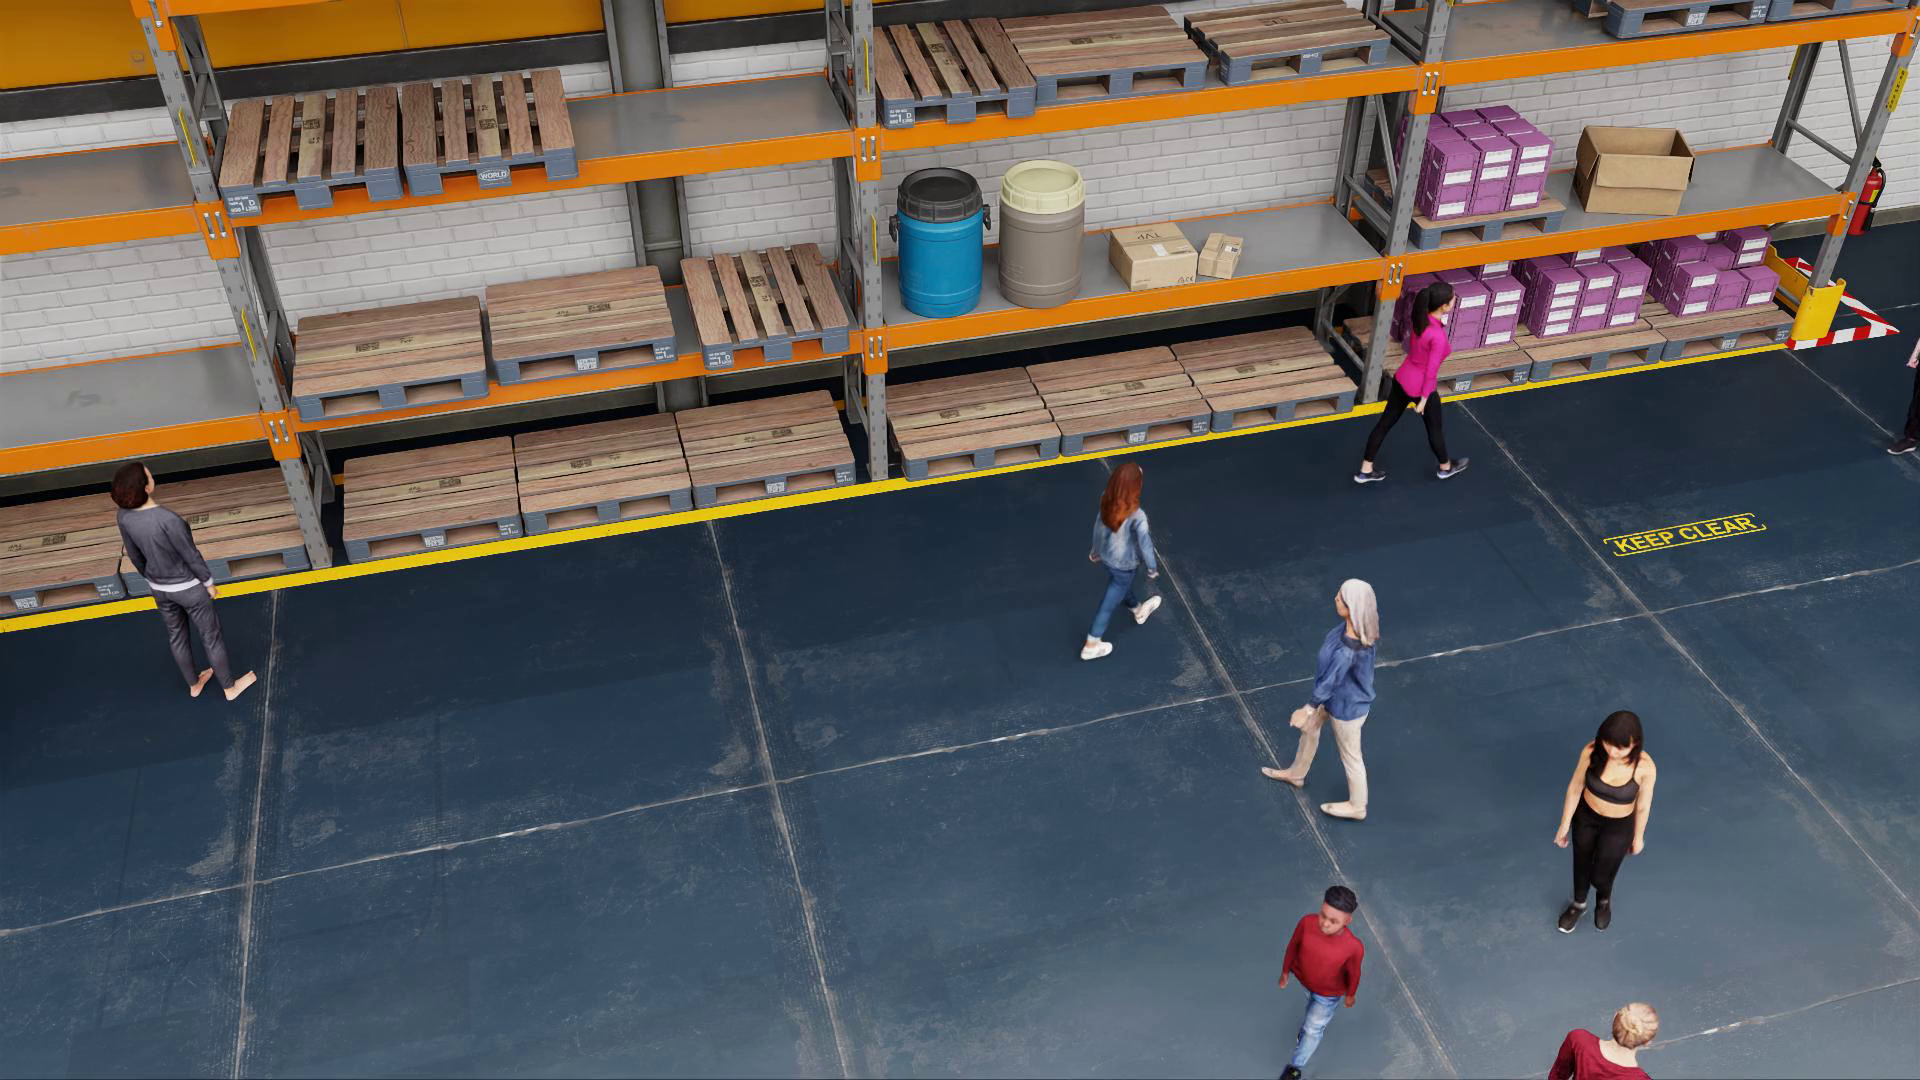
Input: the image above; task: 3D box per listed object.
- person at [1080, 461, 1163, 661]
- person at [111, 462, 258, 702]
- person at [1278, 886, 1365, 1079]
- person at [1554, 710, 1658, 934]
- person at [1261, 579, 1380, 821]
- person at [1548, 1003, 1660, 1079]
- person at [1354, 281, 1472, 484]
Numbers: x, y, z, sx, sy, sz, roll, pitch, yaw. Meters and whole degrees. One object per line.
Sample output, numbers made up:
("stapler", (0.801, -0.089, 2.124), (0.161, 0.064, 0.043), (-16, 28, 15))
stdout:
("person", (0.944, 0.165, 10.510), (1.031, 1.447, 0.788), (-24, 44, -27))
("person", (-4.769, 0.264, 10.129), (0.609, 1.768, 0.746), (6, 39, 7))
("person", (1.817, 2.122, 8.233), (0.769, 1.231, 0.905), (31, 48, 33))
("person", (3.424, 1.436, 8.777), (0.735, 1.624, 0.794), (22, 43, 25))
("person", (2.254, 0.946, 9.360), (1.004, 1.672, 0.892), (11, 40, 13))
("person", (2.687, 2.615, 7.246), (0.863, 1.691, 0.811), (-32, 48, -33))
("person", (3.171, -1.081, 11.906), (1.066, 1.663, 0.612), (-11, 40, -14))
